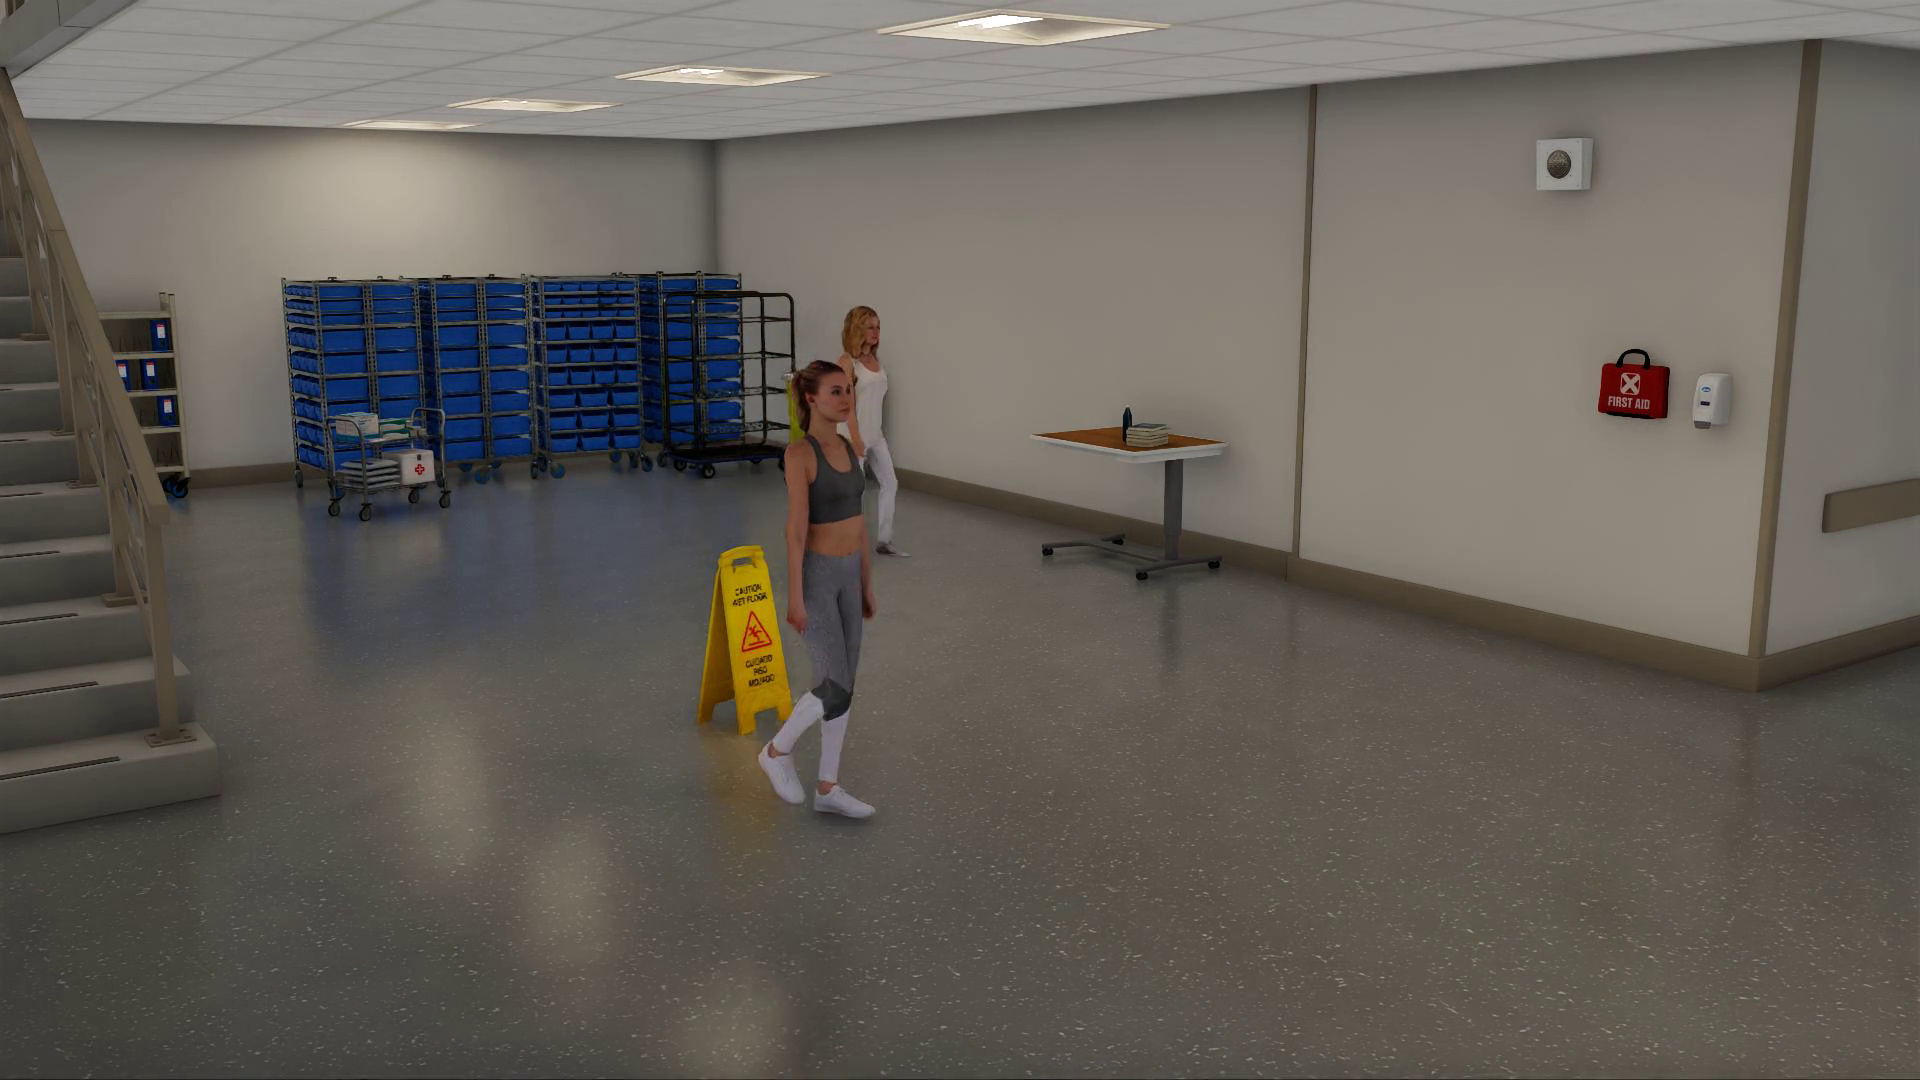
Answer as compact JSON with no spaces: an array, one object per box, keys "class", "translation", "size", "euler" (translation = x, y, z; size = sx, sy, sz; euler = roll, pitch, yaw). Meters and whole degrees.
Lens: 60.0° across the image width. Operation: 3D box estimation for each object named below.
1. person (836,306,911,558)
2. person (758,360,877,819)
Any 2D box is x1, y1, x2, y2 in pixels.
[{"class":"person","translation":[-0.707,-0.678,10.807],"size":[0.822,1.654,0.713],"euler":[9,14,39]},{"class":"person","translation":[-0.556,0.187,6.146],"size":[0.800,1.693,0.706],"euler":[6,12,30]}]
